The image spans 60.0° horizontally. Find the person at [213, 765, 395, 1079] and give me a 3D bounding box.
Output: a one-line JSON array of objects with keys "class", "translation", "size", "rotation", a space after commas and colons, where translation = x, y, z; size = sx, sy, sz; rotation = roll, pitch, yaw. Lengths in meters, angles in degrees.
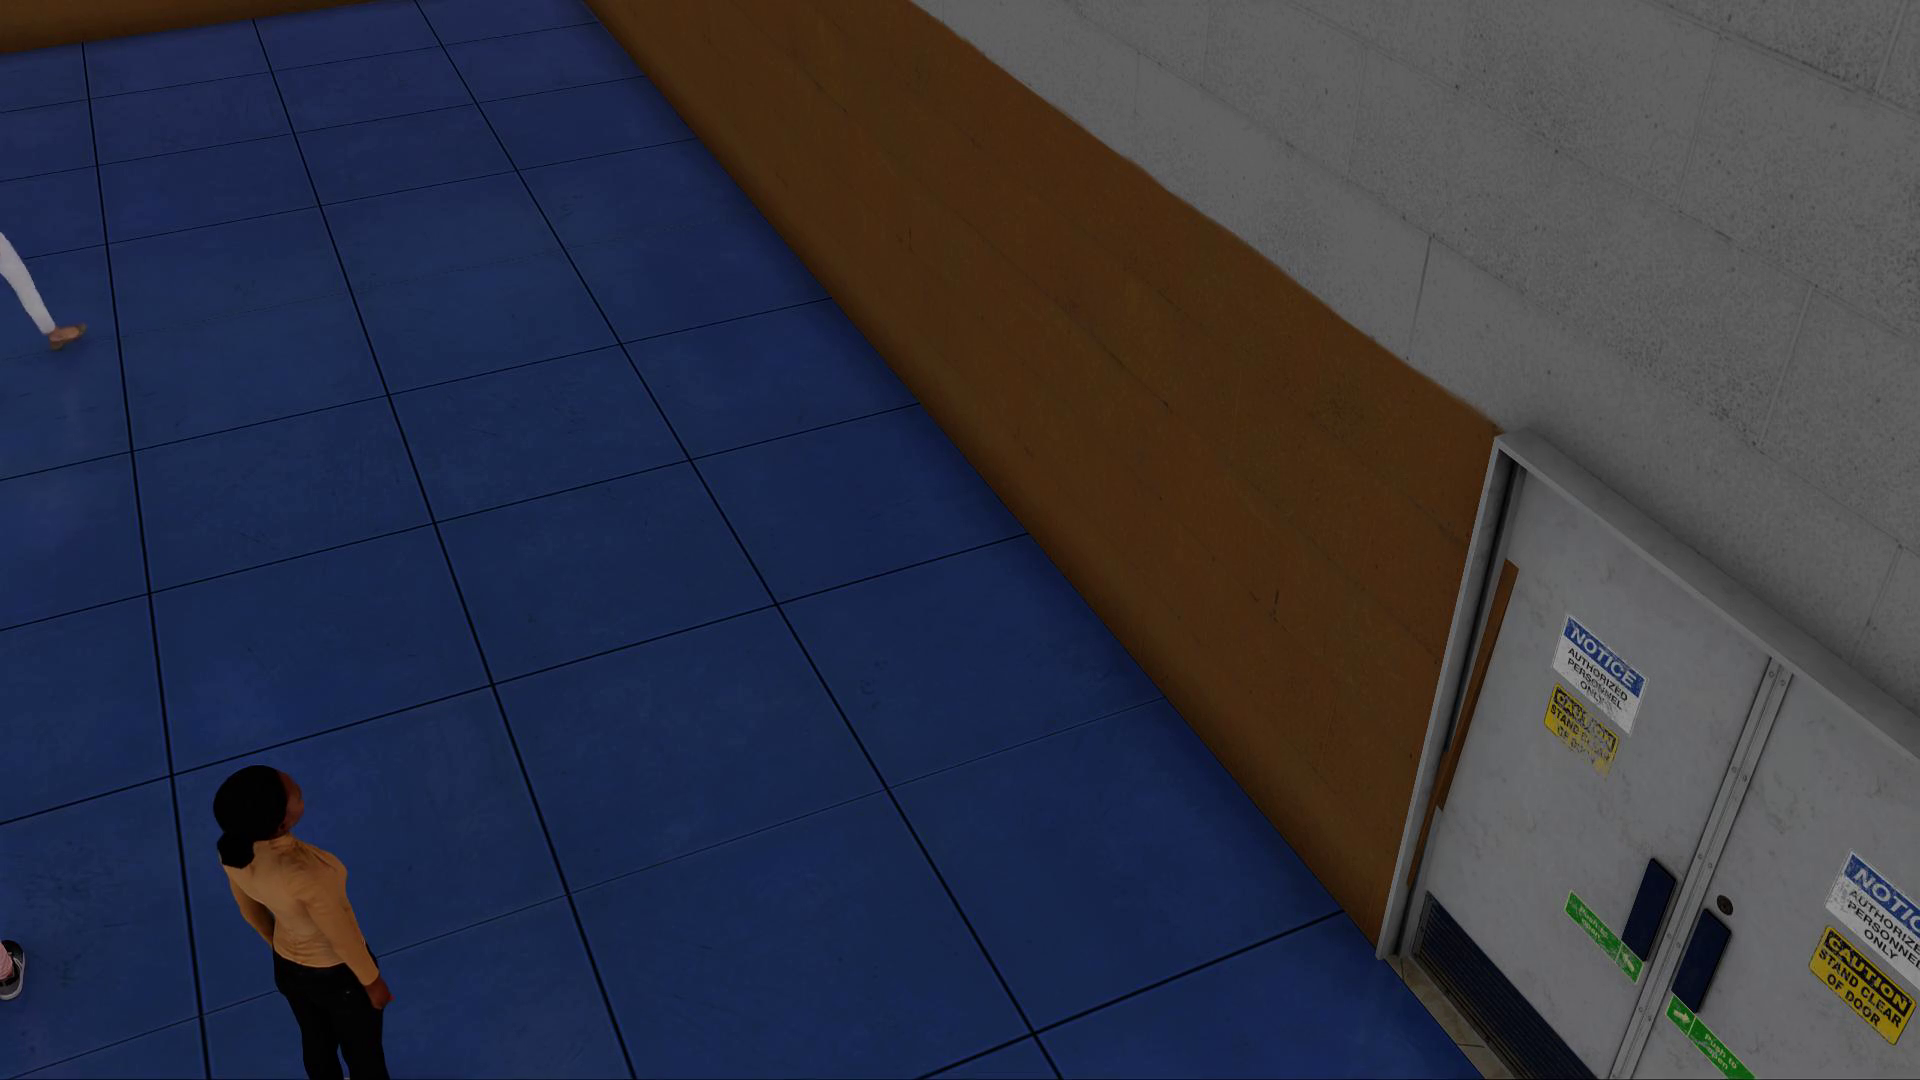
[{"class": "person", "translation": [-1.962, 1.308, 5.096], "size": [0.691, 1.660, 0.740], "rotation": [16, 40, 20]}]
